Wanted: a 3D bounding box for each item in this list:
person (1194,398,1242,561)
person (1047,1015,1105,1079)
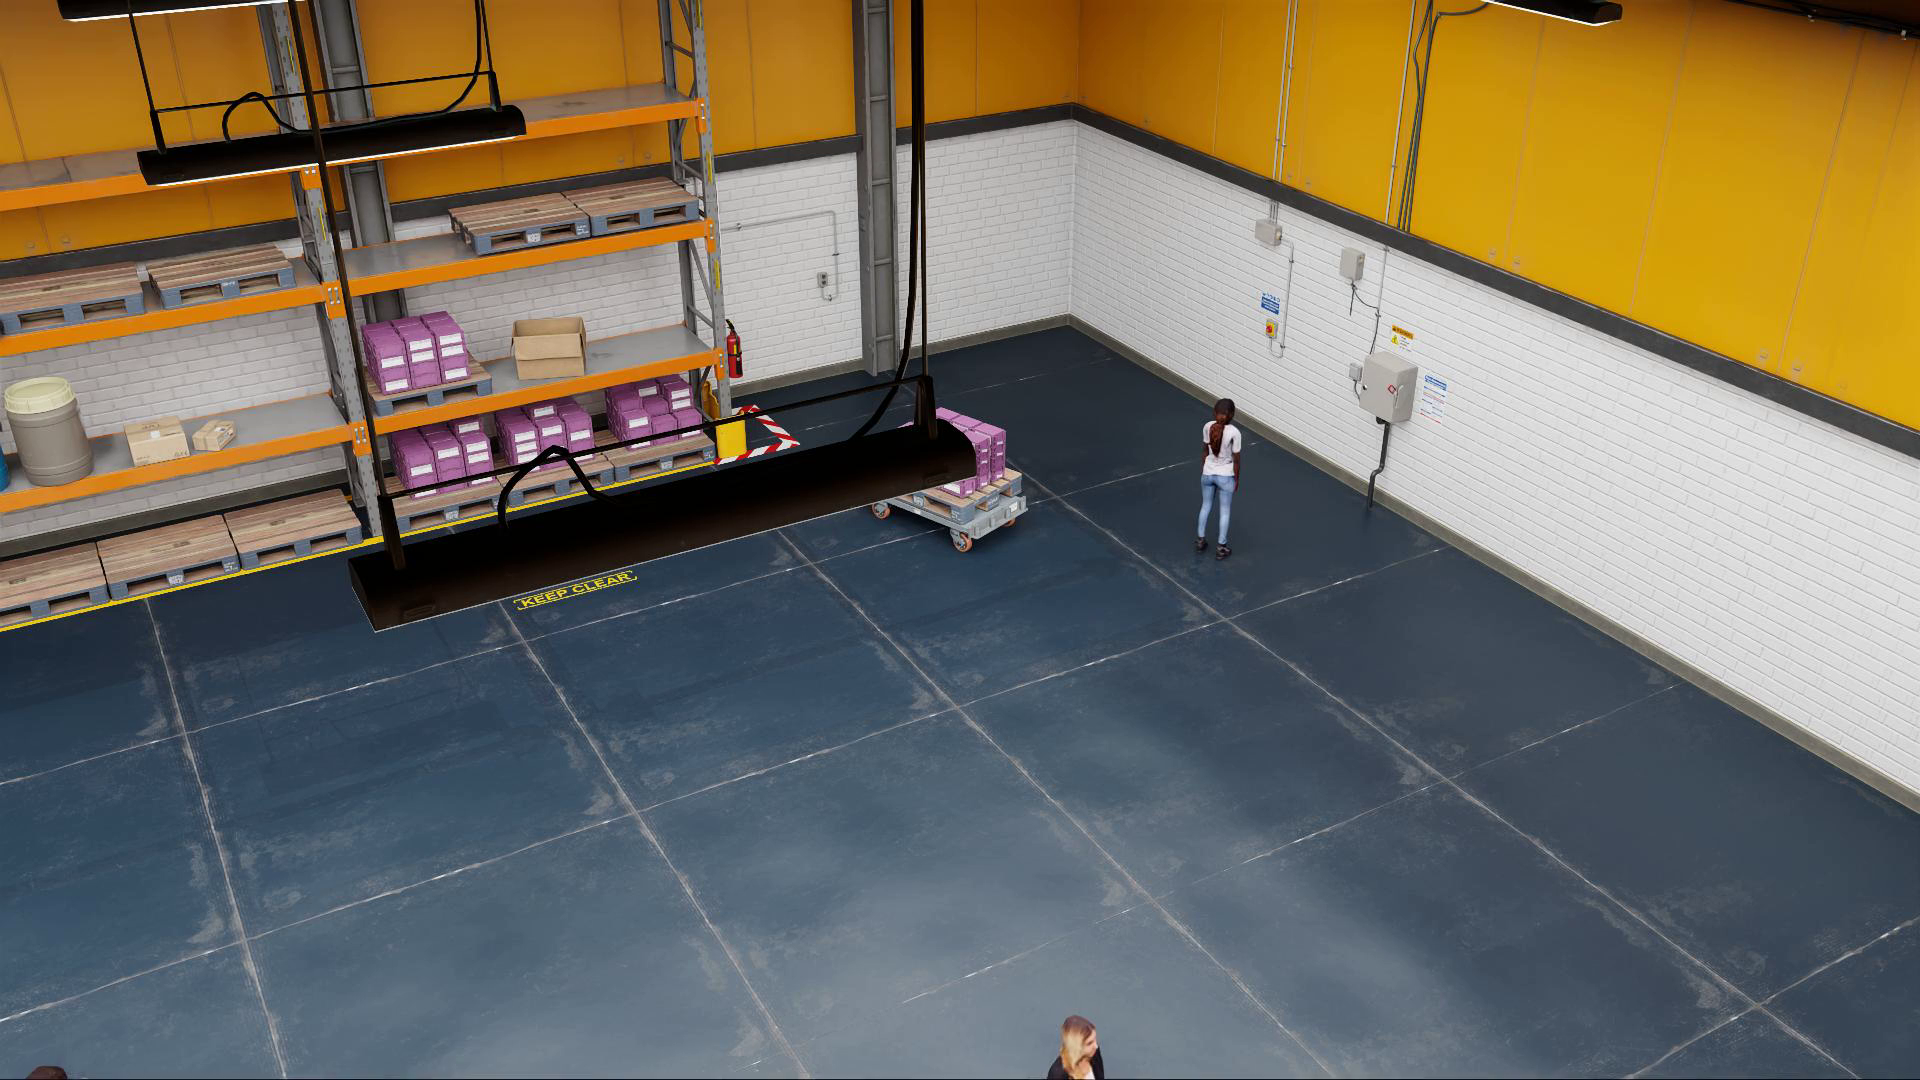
[{"bbox_3d":[2.622,-0.634,16.860,0.648,1.719,0.648,19,34,31],"label":"person"},{"bbox_3d":[0.589,3.376,9.572,0.803,1.658,0.813,23,36,36],"label":"person"}]
